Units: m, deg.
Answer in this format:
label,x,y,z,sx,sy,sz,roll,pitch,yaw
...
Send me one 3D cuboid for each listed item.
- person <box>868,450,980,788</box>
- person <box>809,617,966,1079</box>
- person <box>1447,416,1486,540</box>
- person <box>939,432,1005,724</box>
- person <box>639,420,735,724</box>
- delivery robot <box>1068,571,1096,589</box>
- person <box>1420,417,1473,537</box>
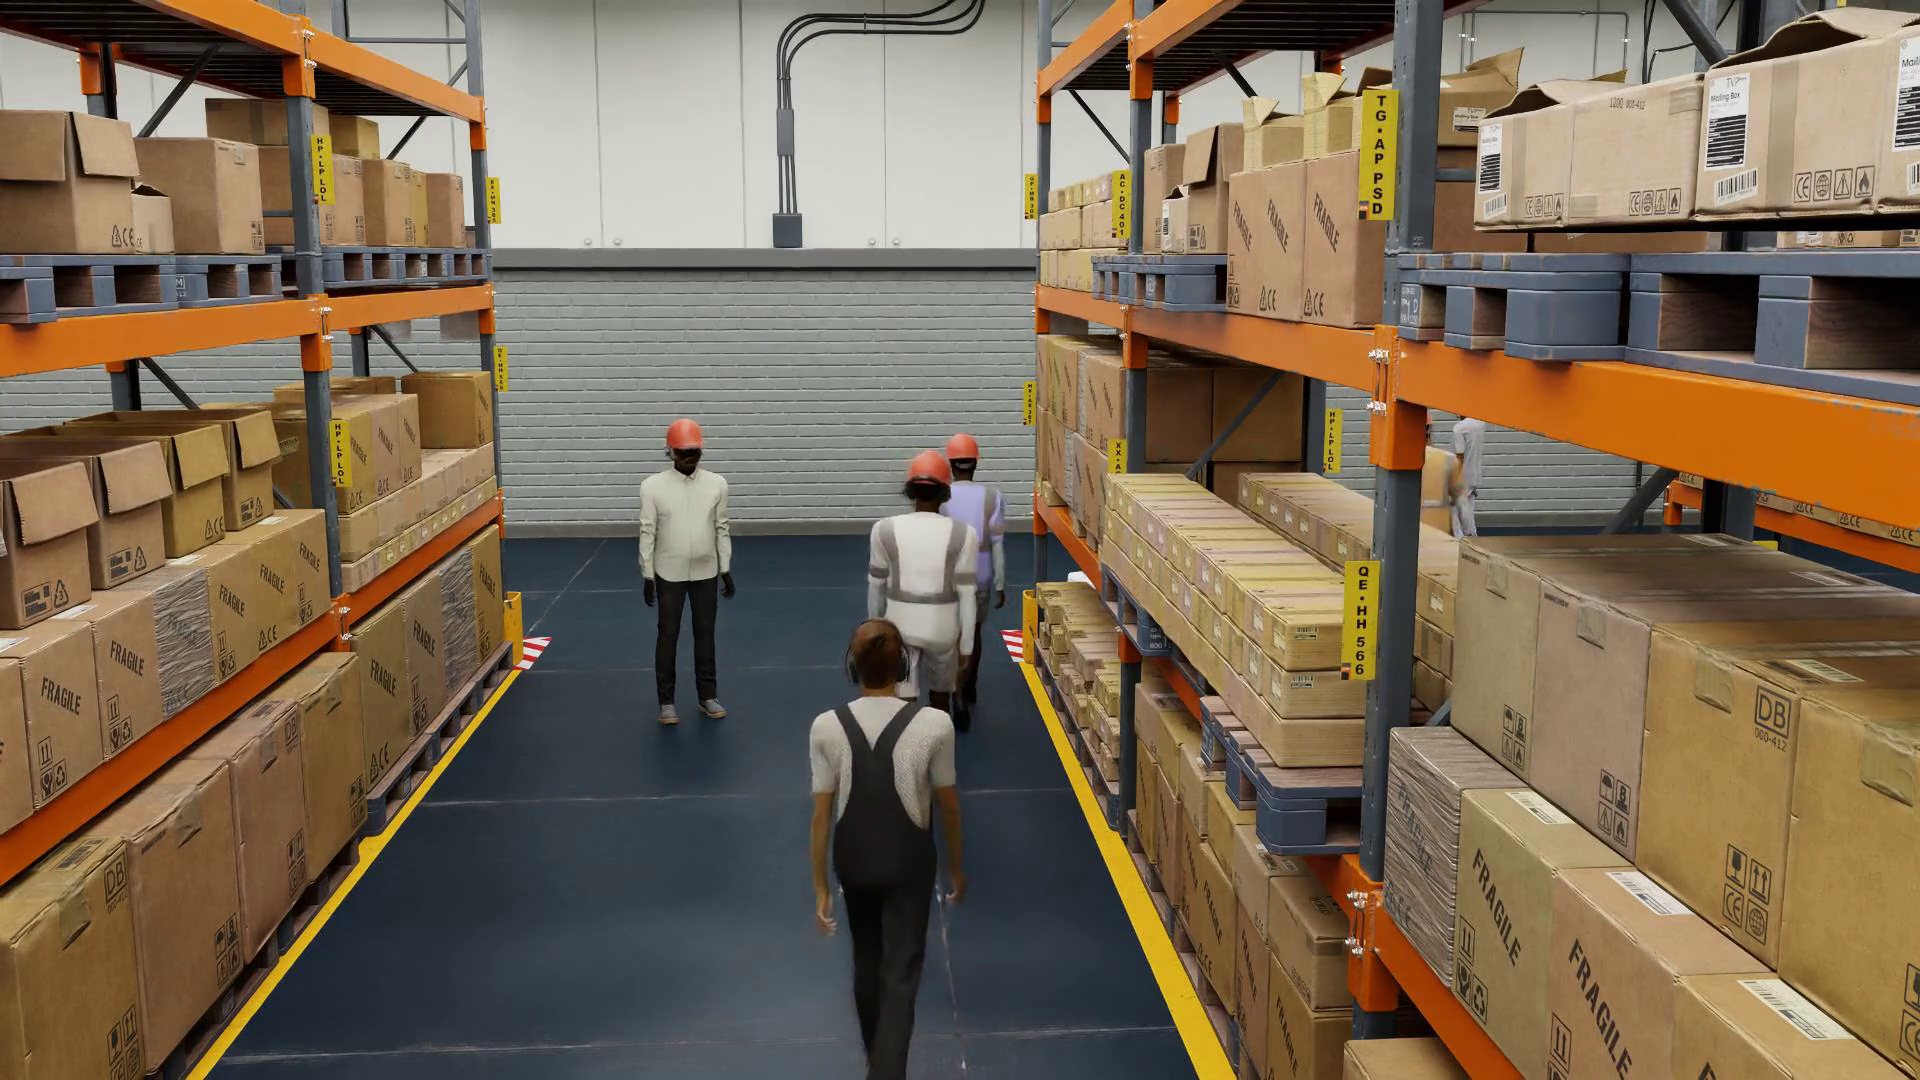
label,x,y,z,sx,sy,sz,roll,pitch,yaw
person,-0.205,0.508,9.120,0.631,1.997,1.042,1,10,4
person,-0.271,1.171,5.765,0.517,1.810,0.932,2,10,11
person,4.636,-0.498,15.368,0.328,1.876,0.514,8,13,40
person,0.025,0.241,10.997,0.546,1.895,0.961,-1,10,-5
person,-1.783,0.207,10.878,0.623,1.989,0.404,-5,11,-26
delivery robot,1.188,0.408,13.637,0.477,0.478,0.707,-5,11,-29
person,3.597,-0.049,12.641,0.759,1.903,0.492,-1,10,-5
